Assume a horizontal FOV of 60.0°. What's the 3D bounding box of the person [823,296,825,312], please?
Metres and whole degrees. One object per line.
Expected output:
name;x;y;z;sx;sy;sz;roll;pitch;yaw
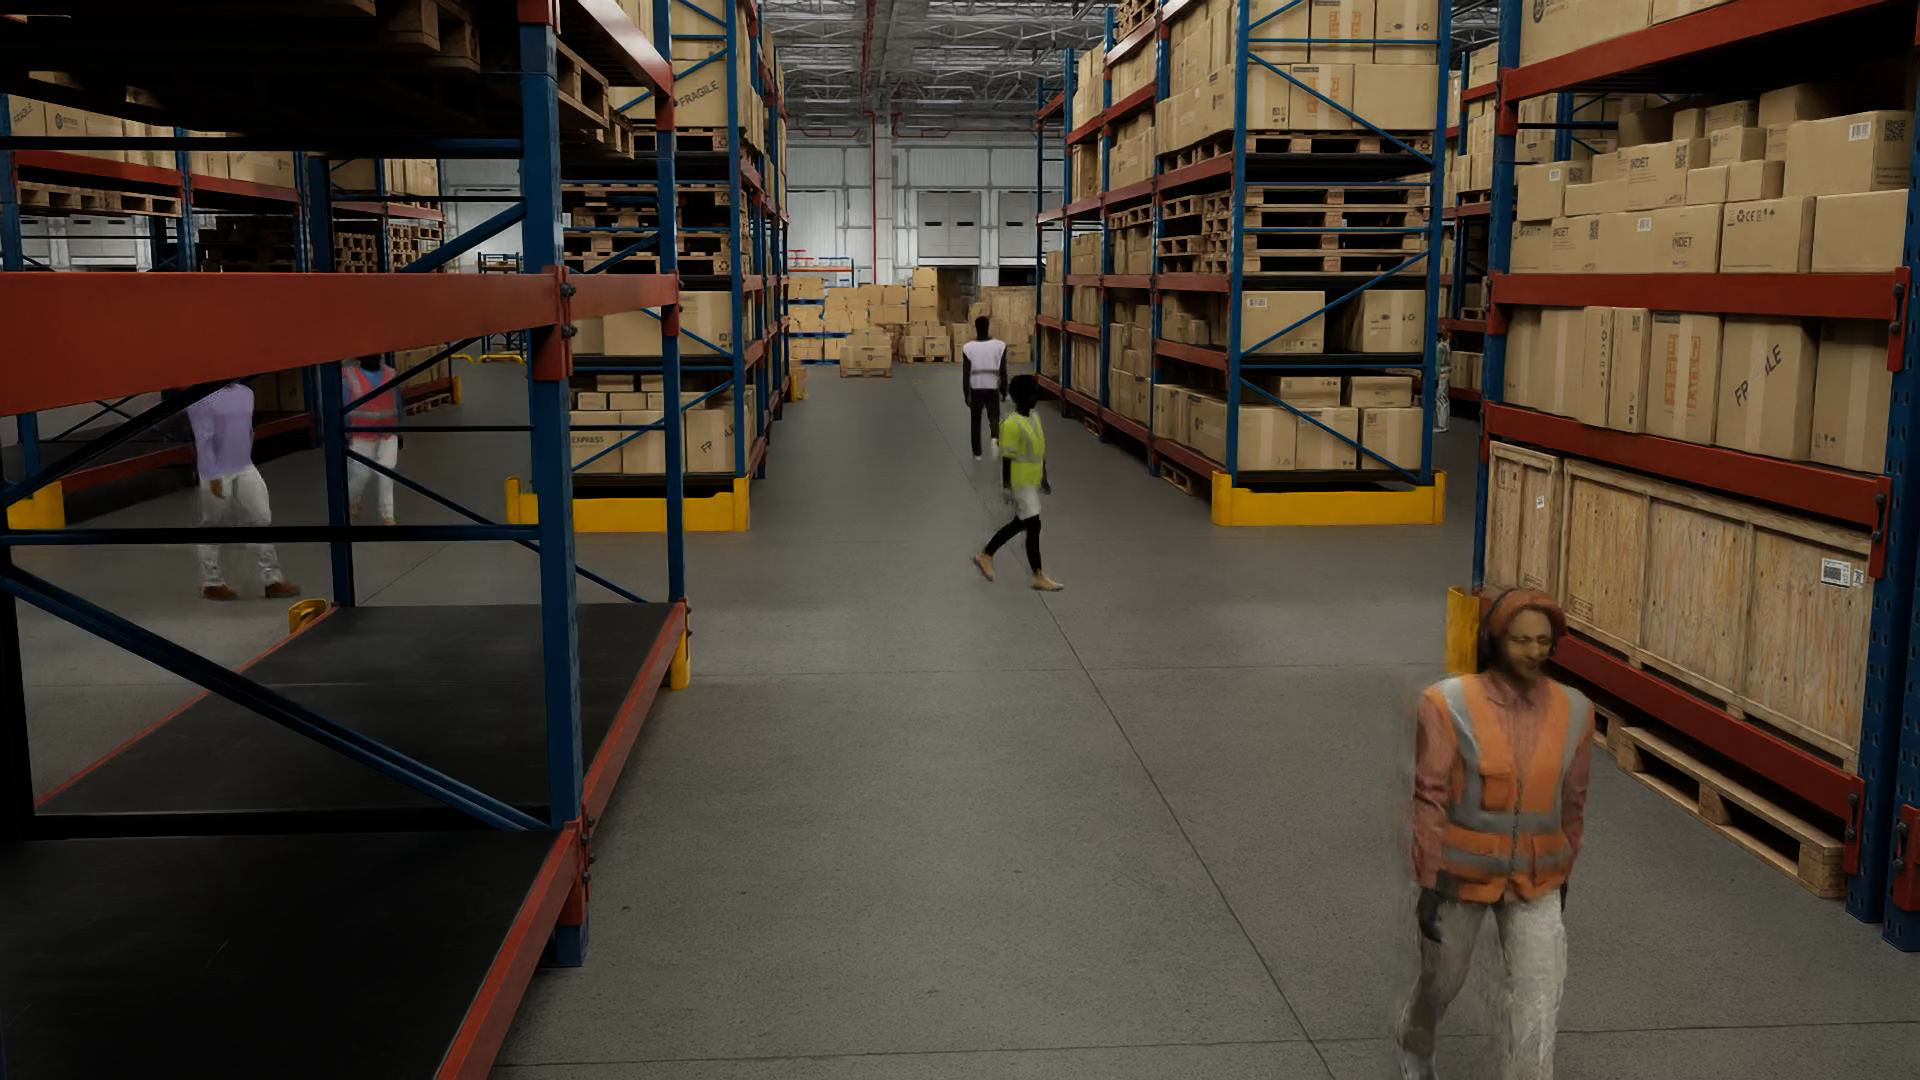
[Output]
person;-5.547;-9.284;67.363;0.349;1.942;0.545;-5;10;-30

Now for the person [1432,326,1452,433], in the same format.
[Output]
person;7.360;-2.454;25.460;0.318;1.630;0.513;4;10;25

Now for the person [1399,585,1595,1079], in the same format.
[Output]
person;1.429;0.894;4.504;0.507;1.606;0.820;0;9;-1

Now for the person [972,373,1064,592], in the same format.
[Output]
person;0.434;-0.455;12.788;0.780;1.667;0.535;4;10;23

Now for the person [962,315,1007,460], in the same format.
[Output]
person;0.323;-1.953;21.464;0.595;1.890;0.768;-1;9;-6

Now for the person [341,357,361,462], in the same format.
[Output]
person;-7.772;-1.861;21.585;0.541;1.676;0.659;0;9;-1

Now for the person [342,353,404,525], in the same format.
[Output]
person;-5.631;-1.025;15.892;0.630;1.827;0.604;-8;12;-40

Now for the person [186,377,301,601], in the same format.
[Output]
person;-5.261;-0.472;12.151;0.888;1.905;0.641;4;10;23
